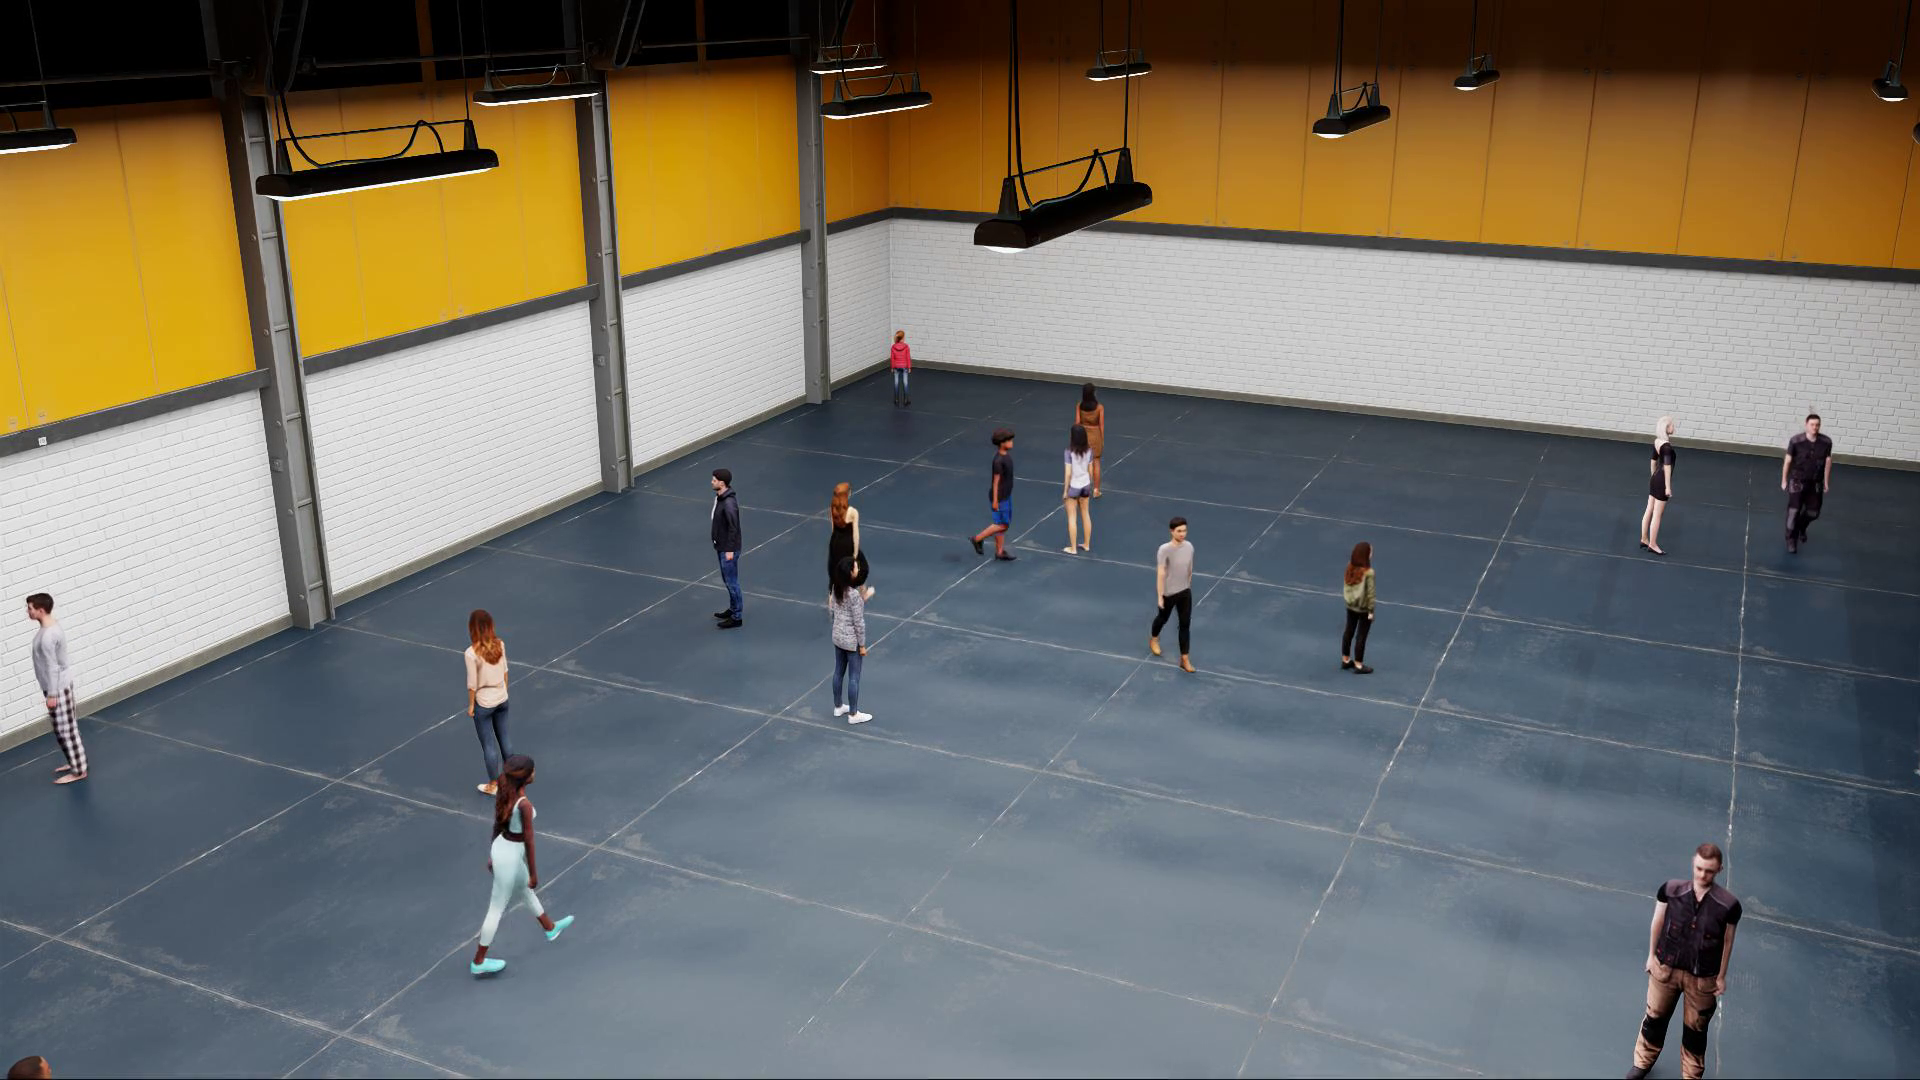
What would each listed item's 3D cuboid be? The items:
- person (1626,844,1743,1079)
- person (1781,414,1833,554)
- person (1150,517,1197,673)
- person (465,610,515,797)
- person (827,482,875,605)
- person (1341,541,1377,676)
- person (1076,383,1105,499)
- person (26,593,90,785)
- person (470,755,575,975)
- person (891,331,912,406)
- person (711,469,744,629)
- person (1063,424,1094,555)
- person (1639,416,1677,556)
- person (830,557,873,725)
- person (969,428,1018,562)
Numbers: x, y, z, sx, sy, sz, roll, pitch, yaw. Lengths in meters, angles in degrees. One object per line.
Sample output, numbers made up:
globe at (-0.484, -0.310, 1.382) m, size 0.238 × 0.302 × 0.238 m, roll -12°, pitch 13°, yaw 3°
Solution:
person at (4.870, 2.842, 11.128) m, size 0.698 × 1.843 × 0.611 m, roll 11°, pitch 21°, yaw 29°
person at (11.094, -0.768, 21.855) m, size 0.817 × 1.839 × 0.919 m, roll 5°, pitch 19°, yaw 13°
person at (2.304, 0.544, 18.209) m, size 1.110 × 1.679 × 1.182 m, roll -6°, pitch 20°, yaw -17°
person at (-4.305, 1.480, 15.251) m, size 0.693 × 1.792 × 0.537 m, roll 14°, pitch 23°, yaw 37°
person at (-1.417, 0.143, 19.549) m, size 0.557 × 1.584 × 1.011 m, roll 9°, pitch 20°, yaw 24°
person at (4.315, 0.721, 18.002) m, size 0.676 × 1.475 × 0.651 m, roll -10°, pitch 21°, yaw -28°
person at (1.877, -1.441, 24.093) m, size 0.590 × 1.686 × 0.559 m, roll 5°, pitch 19°, yaw 14°
person at (-8.421, 1.360, 15.520) m, size 0.737 × 1.847 × 0.701 m, roll -9°, pitch 21°, yaw -24°
person at (-3.452, 2.467, 12.522) m, size 1.195 × 1.663 × 0.911 m, roll -15°, pitch 24°, yaw -37°
person at (-1.049, -3.057, 29.473) m, size 0.568 × 1.314 × 0.565 m, roll 2°, pitch 19°, yaw 5°
person at (-2.680, 0.076, 19.261) m, size 0.818 × 1.893 × 0.735 m, roll -5°, pitch 19°, yaw -14°
person at (1.539, -0.675, 21.745) m, size 0.612 × 1.733 × 0.714 m, roll -11°, pitch 21°, yaw -29°
person at (9.144, -0.724, 21.739) m, size 0.714 × 1.830 × 0.594 m, roll -1°, pitch 19°, yaw -3°
person at (-1.134, 0.991, 16.797) m, size 0.663 × 1.732 × 0.689 m, roll -15°, pitch 24°, yaw -38°
person at (0.448, -0.575, 21.359) m, size 0.763 × 1.788 × 0.829 m, roll 4°, pitch 19°, yaw 12°
